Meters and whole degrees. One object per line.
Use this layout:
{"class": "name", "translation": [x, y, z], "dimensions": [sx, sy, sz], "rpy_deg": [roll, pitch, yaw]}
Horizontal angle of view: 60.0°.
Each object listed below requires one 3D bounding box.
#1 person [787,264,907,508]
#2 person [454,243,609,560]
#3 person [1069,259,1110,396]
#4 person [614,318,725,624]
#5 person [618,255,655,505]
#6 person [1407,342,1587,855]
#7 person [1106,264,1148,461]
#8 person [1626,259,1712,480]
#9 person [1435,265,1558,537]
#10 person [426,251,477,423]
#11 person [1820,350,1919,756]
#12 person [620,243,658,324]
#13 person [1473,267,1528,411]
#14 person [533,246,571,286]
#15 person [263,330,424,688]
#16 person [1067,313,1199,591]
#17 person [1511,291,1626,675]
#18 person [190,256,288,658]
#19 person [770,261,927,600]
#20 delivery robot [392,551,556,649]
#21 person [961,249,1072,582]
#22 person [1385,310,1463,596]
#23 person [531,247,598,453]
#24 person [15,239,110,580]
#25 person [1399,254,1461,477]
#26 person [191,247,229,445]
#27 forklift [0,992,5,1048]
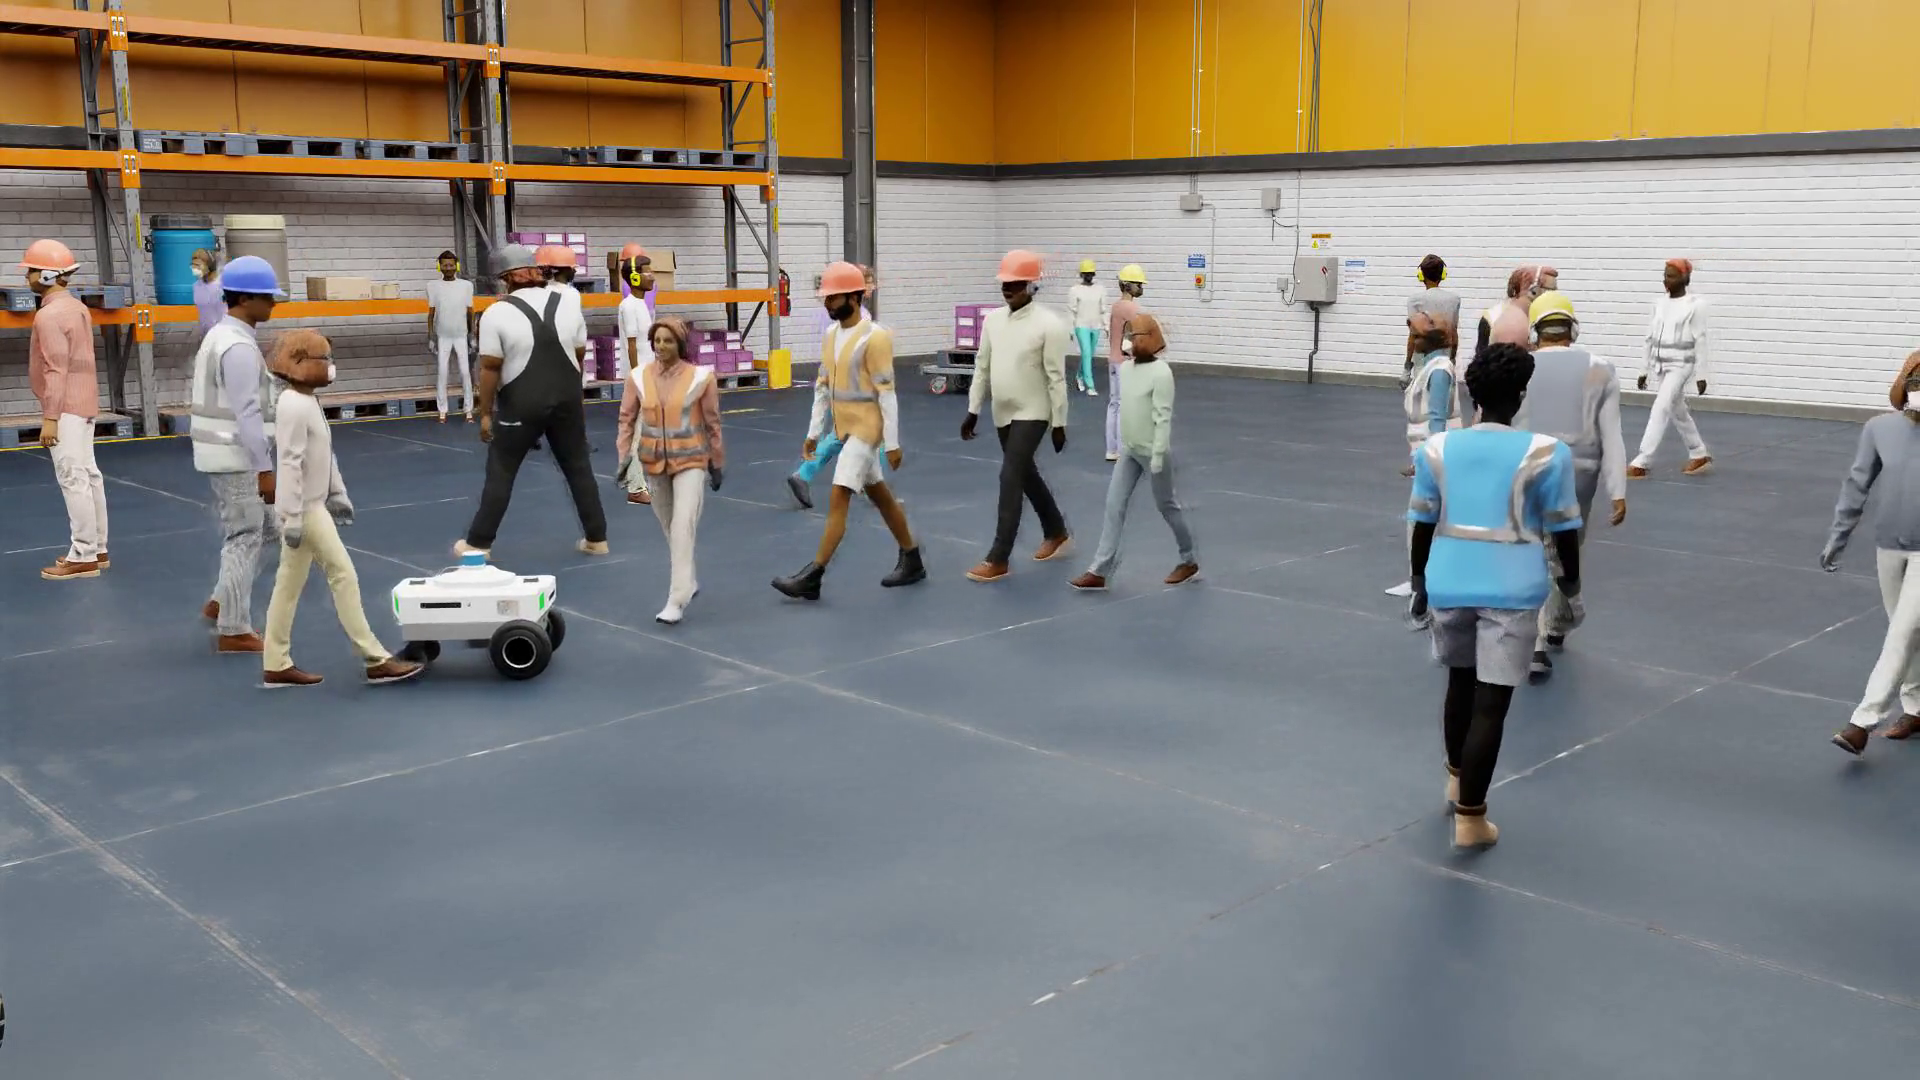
{"class": "person", "translation": [-0.853, -1.127, 12.324], "dimensions": [0.839, 1.819, 0.563], "rpy_deg": [-6, 12, -29]}
{"class": "person", "translation": [-2.741, -0.894, 10.421], "dimensions": [0.856, 2.000, 0.575], "rpy_deg": [-8, 13, -37]}
{"class": "person", "translation": [1.624, -2.734, 21.302], "dimensions": [0.522, 1.732, 0.828], "rpy_deg": [-4, 11, -23]}
{"class": "person", "translation": [-1.531, -0.384, 8.853], "dimensions": [0.526, 1.591, 0.848], "rpy_deg": [2, 11, 11]}
{"class": "person", "translation": [-2.403, -1.200, 12.581], "dimensions": [0.328, 1.862, 0.510], "rpy_deg": [-1, 10, -6]}
{"class": "person", "translation": [1.815, 0.178, 5.591], "dimensions": [0.552, 1.673, 0.730], "rpy_deg": [9, 14, 41]}
{"class": "person", "translation": [1.485, -1.552, 14.766], "dimensions": [0.329, 1.765, 0.526], "rpy_deg": [-3, 11, -16]}
{"class": "person", "translation": [5.947, -1.417, 13.862], "dimensions": [1.011, 1.836, 0.587], "rpy_deg": [-3, 11, -16]}
{"class": "person", "translation": [3.563, -0.881, 10.936], "dimensions": [0.959, 1.839, 0.668], "rpy_deg": [5, 12, 26]}
{"class": "person", "translation": [-5.489, -2.186, 17.975], "dimensions": [0.512, 1.860, 0.318], "rpy_deg": [-3, 11, -15]}
{"class": "person", "translation": [3.633, 0.054, 6.437], "dimensions": [0.842, 1.591, 0.518], "rpy_deg": [-5, 12, -27]}
{"class": "person", "translation": [-3.485, -2.220, 17.934], "dimensions": [0.358, 1.934, 0.551], "rpy_deg": [4, 11, 20]}
{"class": "person", "translation": [4.093, -1.095, 12.198], "dimensions": [0.627, 1.799, 0.957], "rpy_deg": [1, 10, 7]}
{"class": "person", "translation": [-4.484, -2.207, 17.957], "dimensions": [0.570, 1.899, 0.788], "rpy_deg": [5, 12, 27]}
{"class": "person", "translation": [-2.787, -0.130, 7.420], "dimensions": [0.777, 1.598, 0.523], "rpy_deg": [-3, 11, -16]}
{"class": "person", "translation": [1.046, -0.500, 9.496], "dimensions": [0.879, 1.587, 0.513], "rpy_deg": [-6, 12, -31]}
{"class": "person", "translation": [2.771, -0.270, 7.780], "dimensions": [0.625, 1.768, 0.926], "rpy_deg": [3, 11, 16]}
{"class": "person", "translation": [-3.435, -0.392, 8.001], "dimensions": [0.484, 1.922, 0.677], "rpy_deg": [-6, 12, -29]}
{"class": "person", "translation": [-0.604, -0.620, 9.368], "dimensions": [1.043, 1.872, 0.544], "rpy_deg": [-6, 12, -30]}
{"class": "delivery robot", "translation": [-2.256, 0.294, 7.739], "dimensions": [0.707, 0.478, 0.477], "rpy_deg": [-1, 10, -5]}
{"class": "person", "translation": [0.391, -0.768, 10.011], "dimensions": [1.023, 1.951, 0.624], "rpy_deg": [-9, 14, -41]}
{"class": "person", "translation": [2.728, -0.474, 9.292], "dimensions": [0.567, 1.616, 0.560], "rpy_deg": [2, 11, 9]}
{"class": "person", "translation": [-3.680, -1.714, 15.228], "dimensions": [0.550, 1.920, 0.671], "rpy_deg": [10, 14, 43]}
{"class": "person", "translation": [-5.304, -0.770, 9.861], "dimensions": [0.375, 1.997, 0.612], "rpy_deg": [-2, 11, -13]}
{"class": "person", "translation": [3.918, -1.443, 13.899], "dimensions": [0.520, 1.865, 0.332], "rpy_deg": [-3, 11, -16]}
{"class": "person", "translation": [-6.995, -1.787, 15.645], "dimensions": [0.633, 1.907, 0.670], "rpy_deg": [5, 12, 27]}
{"class": "forklift", "translation": [-3.245, 0.323, 3.363], "dimensions": [2.313, 2.155, 1.214], "rpy_deg": [2, 11, 13]}
